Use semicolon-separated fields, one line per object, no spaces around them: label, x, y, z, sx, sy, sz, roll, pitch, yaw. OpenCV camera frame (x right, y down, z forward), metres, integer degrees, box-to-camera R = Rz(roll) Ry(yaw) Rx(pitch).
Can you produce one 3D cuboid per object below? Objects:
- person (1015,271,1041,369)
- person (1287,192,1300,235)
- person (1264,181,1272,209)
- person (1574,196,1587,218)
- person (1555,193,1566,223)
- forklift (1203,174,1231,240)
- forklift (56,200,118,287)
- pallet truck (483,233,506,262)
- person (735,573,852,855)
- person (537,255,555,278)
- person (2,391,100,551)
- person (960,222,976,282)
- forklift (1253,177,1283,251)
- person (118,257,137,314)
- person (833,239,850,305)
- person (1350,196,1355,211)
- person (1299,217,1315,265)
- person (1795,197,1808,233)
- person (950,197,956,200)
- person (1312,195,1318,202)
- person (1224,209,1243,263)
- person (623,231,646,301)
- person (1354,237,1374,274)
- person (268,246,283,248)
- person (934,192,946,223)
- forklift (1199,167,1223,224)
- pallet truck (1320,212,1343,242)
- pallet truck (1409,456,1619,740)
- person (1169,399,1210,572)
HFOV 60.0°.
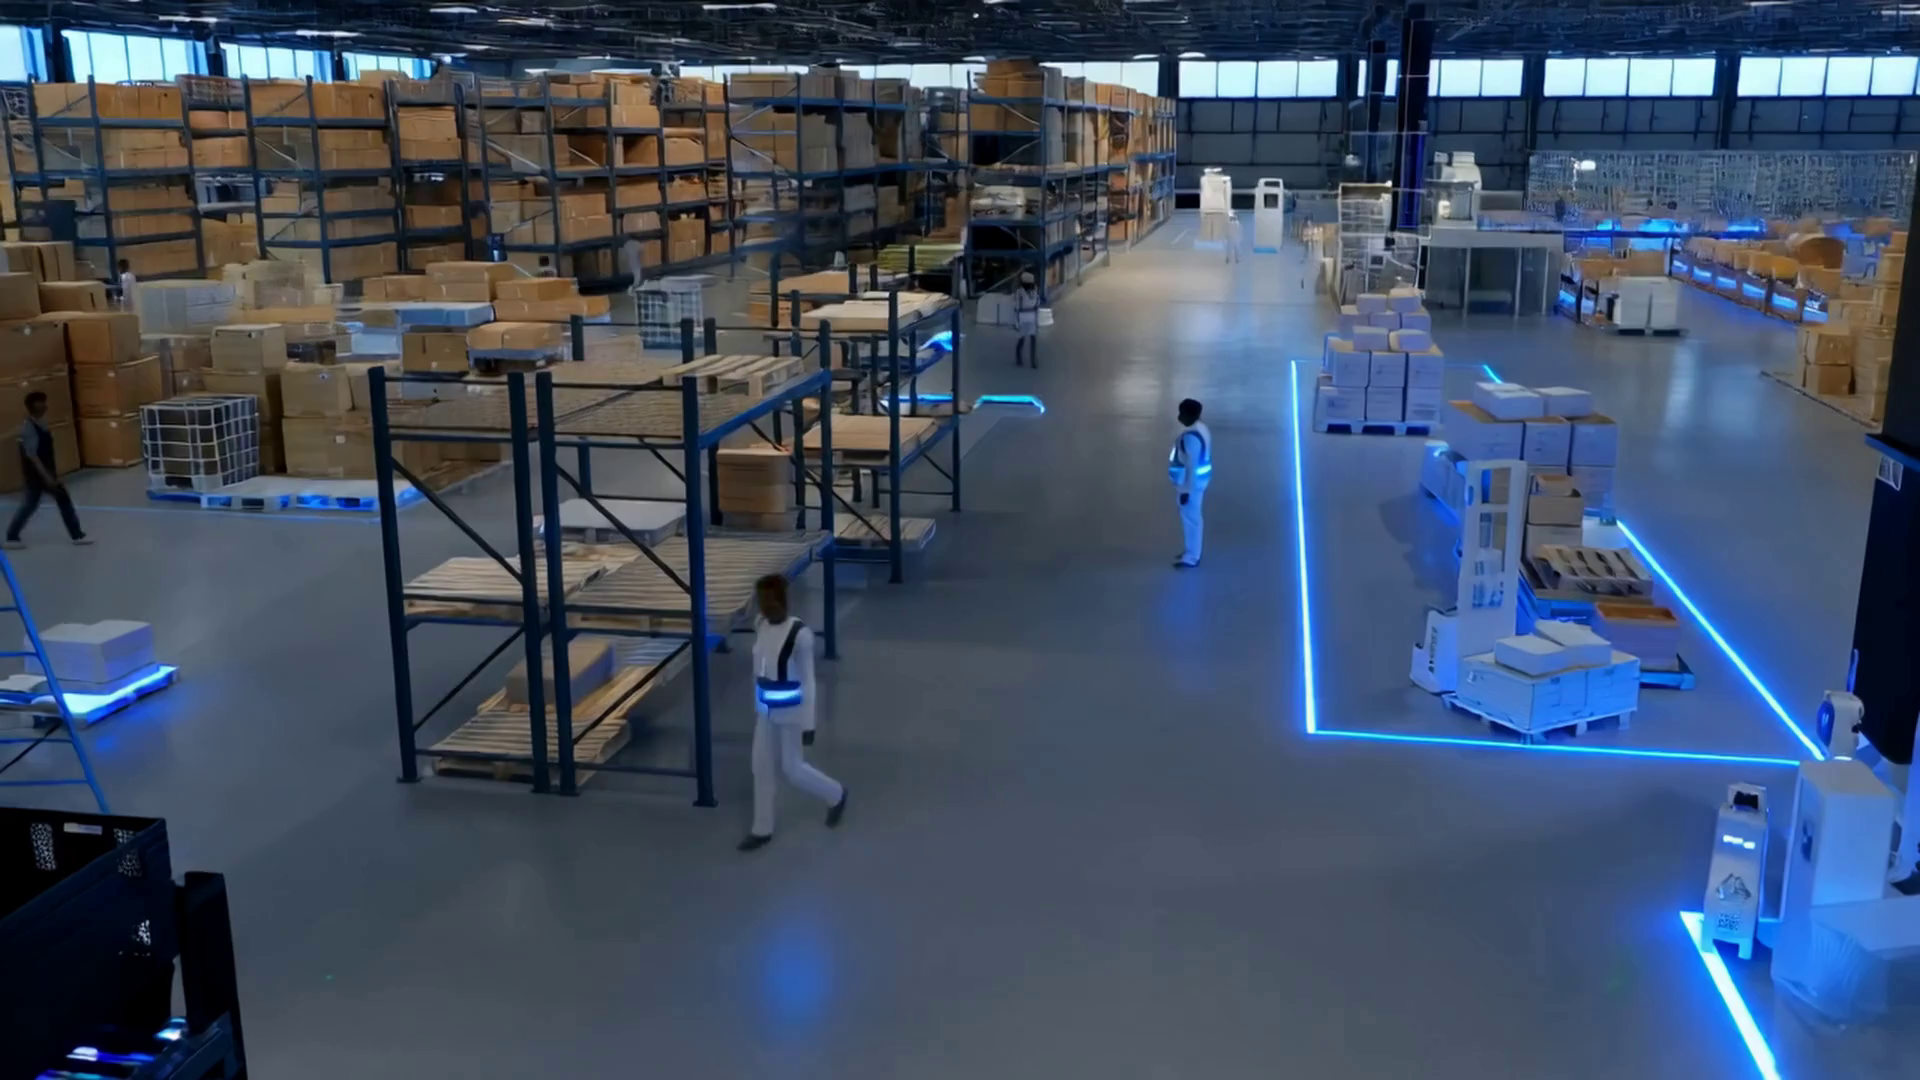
person;1.334;-4.371;32.936;0.557;1.914;0.707;-4;14;-16
person;15.053;-14.698;74.896;0.631;1.896;0.972;8;16;28
person;17.056;-18.909;91.940;0.480;1.921;0.579;9;16;31
person;26.907;-14.016;72.233;0.564;1.848;0.390;-3;14;-11
person;26.810;-14.565;74.430;0.652;1.875;0.873;-9;16;-31
forklift;10.881;-14.013;70.096;1.129;2.768;1.873;3;14;10
forklift;-23.297;-7.499;43.650;1.873;2.768;1.129;-9;17;-33
pallet truck;-11.832;-7.026;43.548;1.885;1.965;0.823;8;16;28
person;-1.105;1.102;10.835;0.785;1.861;0.588;-12;18;-41
person;-10.083;-6.031;40.170;0.808;1.658;0.556;5;15;20
person;-10.275;-0.760;18.533;0.970;1.804;0.516;-1;14;-3
person;0.282;-8.893;51.307;0.408;1.913;0.642;-12;18;-41
forklift;12.083;-12.747;64.956;1.129;2.768;1.873;3;14;10
person;-18.187;-5.243;36.508;0.470;1.899;0.674;-2;14;-8
person;-2.992;-6.638;42.074;0.477;1.943;0.621;-12;18;-39
person;20.655;-17.780;87.755;0.485;1.735;0.346;-10;17;-36
person;12.172;-10.505;58.386;0.545;1.649;0.883;4;14;14
person;36.653;-14.061;72.541;0.622;1.794;0.412;-11;18;-38
person;-0.209;-18.497;90.515;0.659;1.798;0.919;-2;14;-8
person;15.794;-14.529;74.438;0.943;1.777;0.599;3;14;11
person;9.700;-10.769;58.936;0.659;1.906;0.401;2;14;9
person;-8.985;-7.532;45.776;0.641;1.914;0.888;7;15;25
person;11.381;-7.706;46.925;0.540;1.695;0.317;8;16;30
person;-21.412;-9.124;52.104;0.629;1.978;0.618;4;14;15
person;-1.041;-16.947;84.194;0.598;1.817;0.456;3;14;11
forklift;12.612;-17.246;83.223;1.129;2.768;1.873;3;14;10
pallet truck;15.874;-13.227;70.310;0.680;1.201;1.601;10;17;35
pallet truck;4.504;0.400;13.395;0.823;1.965;1.885;-6;15;-23
person;2.437;-0.586;17.721;0.429;1.842;0.633;4;14;17
